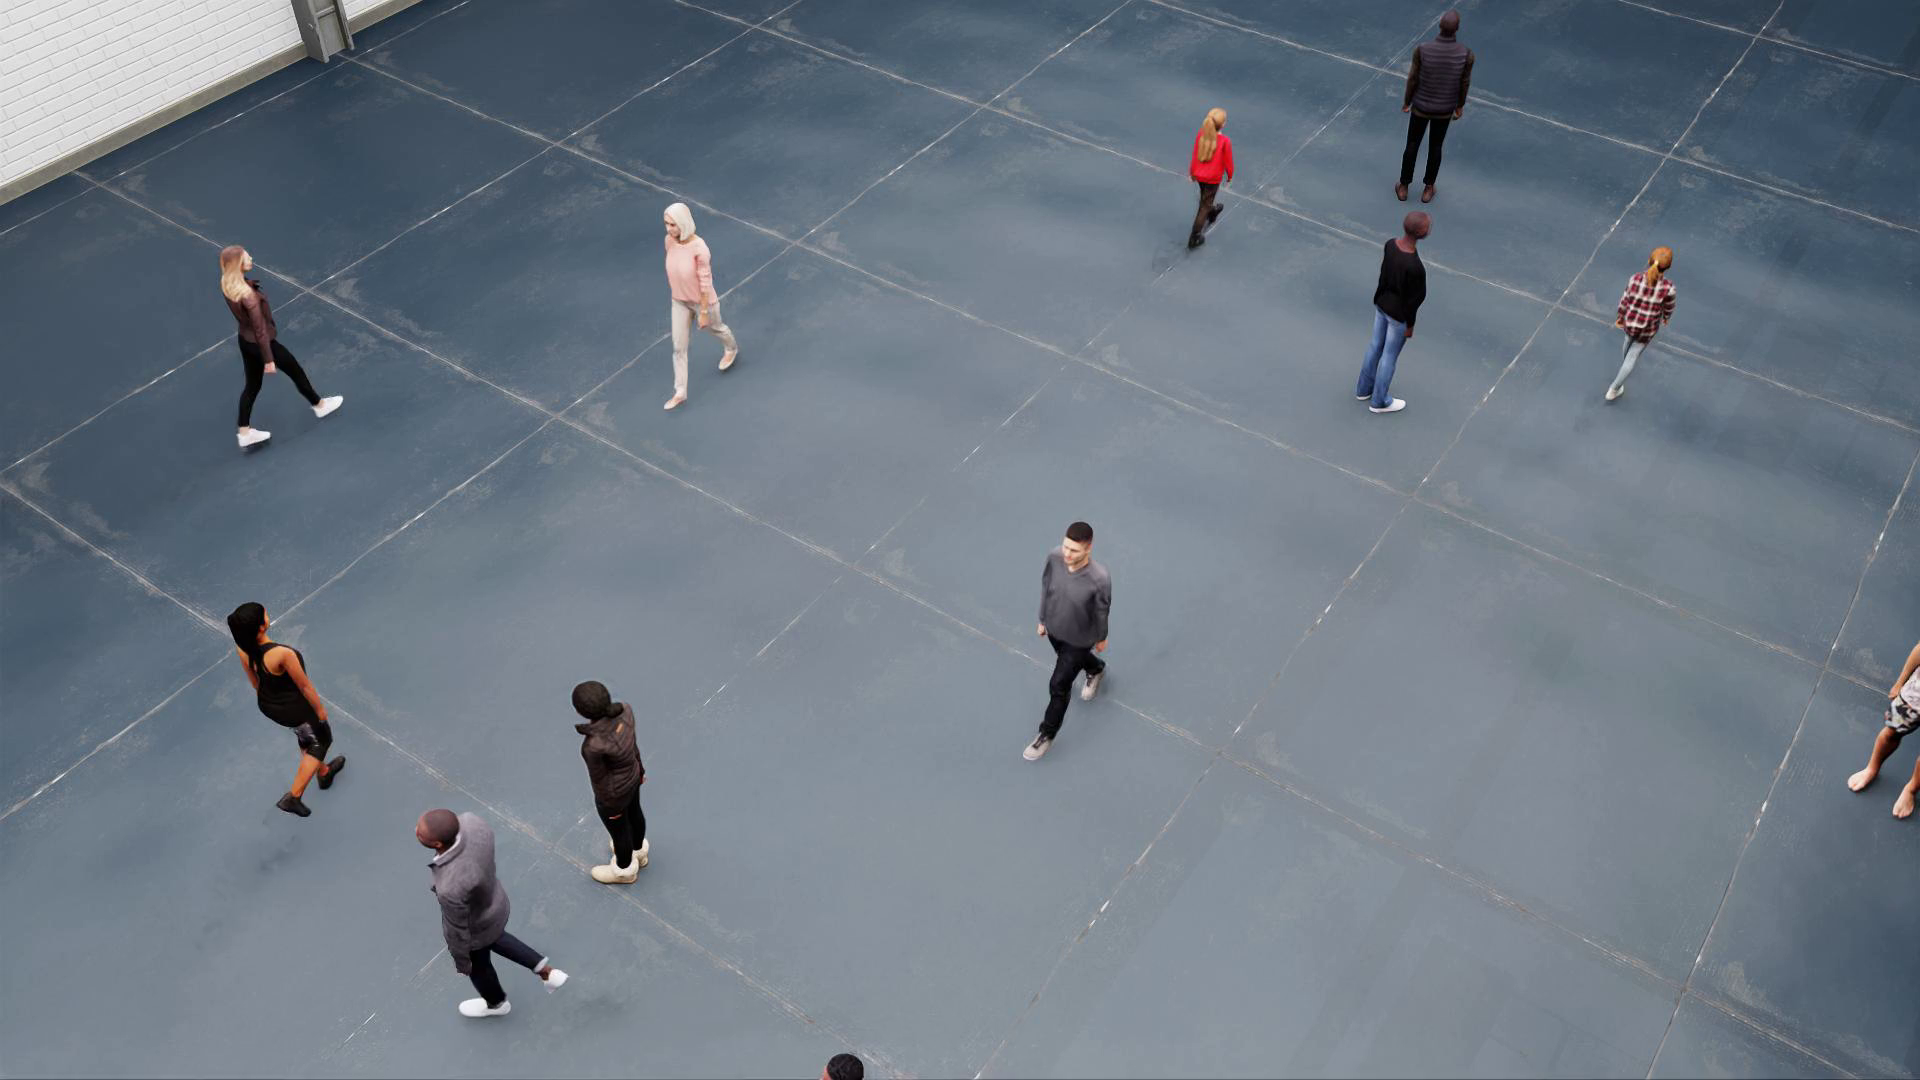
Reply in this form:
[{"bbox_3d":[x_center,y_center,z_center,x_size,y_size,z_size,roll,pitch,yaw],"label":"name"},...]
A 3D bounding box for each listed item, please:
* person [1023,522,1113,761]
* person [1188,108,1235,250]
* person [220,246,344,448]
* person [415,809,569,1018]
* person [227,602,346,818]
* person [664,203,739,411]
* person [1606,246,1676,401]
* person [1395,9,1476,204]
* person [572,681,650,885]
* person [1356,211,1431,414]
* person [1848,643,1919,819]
[{"bbox_3d":[0.738,0.520,10.357,0.703,1.733,1.163,30,51,28],"label":"person"},{"bbox_3d":[2.148,-3.145,14.556,0.530,1.248,0.903,28,50,26],"label":"person"},{"bbox_3d":[-5.311,-1.409,12.434,0.714,1.662,1.122,33,53,30],"label":"person"},{"bbox_3d":[-2.467,1.987,8.763,1.001,1.807,0.963,4,44,5],"label":"person"},{"bbox_3d":[-4.023,1.026,9.887,0.701,1.650,0.895,15,46,15],"label":"person"},{"bbox_3d":[-2.000,-1.898,12.932,0.686,1.682,1.162,21,48,21],"label":"person"},{"bbox_3d":[5.292,-1.657,12.982,0.575,1.263,0.924,30,51,28],"label":"person"},{"bbox_3d":[4.236,-3.883,14.904,0.768,1.836,0.723,9,44,9],"label":"person"},{"bbox_3d":[-1.945,1.395,9.490,0.704,1.661,0.637,-4,44,-4],"label":"person"},{"bbox_3d":[3.323,-1.751,12.729,0.700,1.750,0.679,-16,46,-16],"label":"person"},{"bbox_3d":[5.848,0.911,9.889,0.703,1.812,0.622,34,53,30],"label":"person"}]
